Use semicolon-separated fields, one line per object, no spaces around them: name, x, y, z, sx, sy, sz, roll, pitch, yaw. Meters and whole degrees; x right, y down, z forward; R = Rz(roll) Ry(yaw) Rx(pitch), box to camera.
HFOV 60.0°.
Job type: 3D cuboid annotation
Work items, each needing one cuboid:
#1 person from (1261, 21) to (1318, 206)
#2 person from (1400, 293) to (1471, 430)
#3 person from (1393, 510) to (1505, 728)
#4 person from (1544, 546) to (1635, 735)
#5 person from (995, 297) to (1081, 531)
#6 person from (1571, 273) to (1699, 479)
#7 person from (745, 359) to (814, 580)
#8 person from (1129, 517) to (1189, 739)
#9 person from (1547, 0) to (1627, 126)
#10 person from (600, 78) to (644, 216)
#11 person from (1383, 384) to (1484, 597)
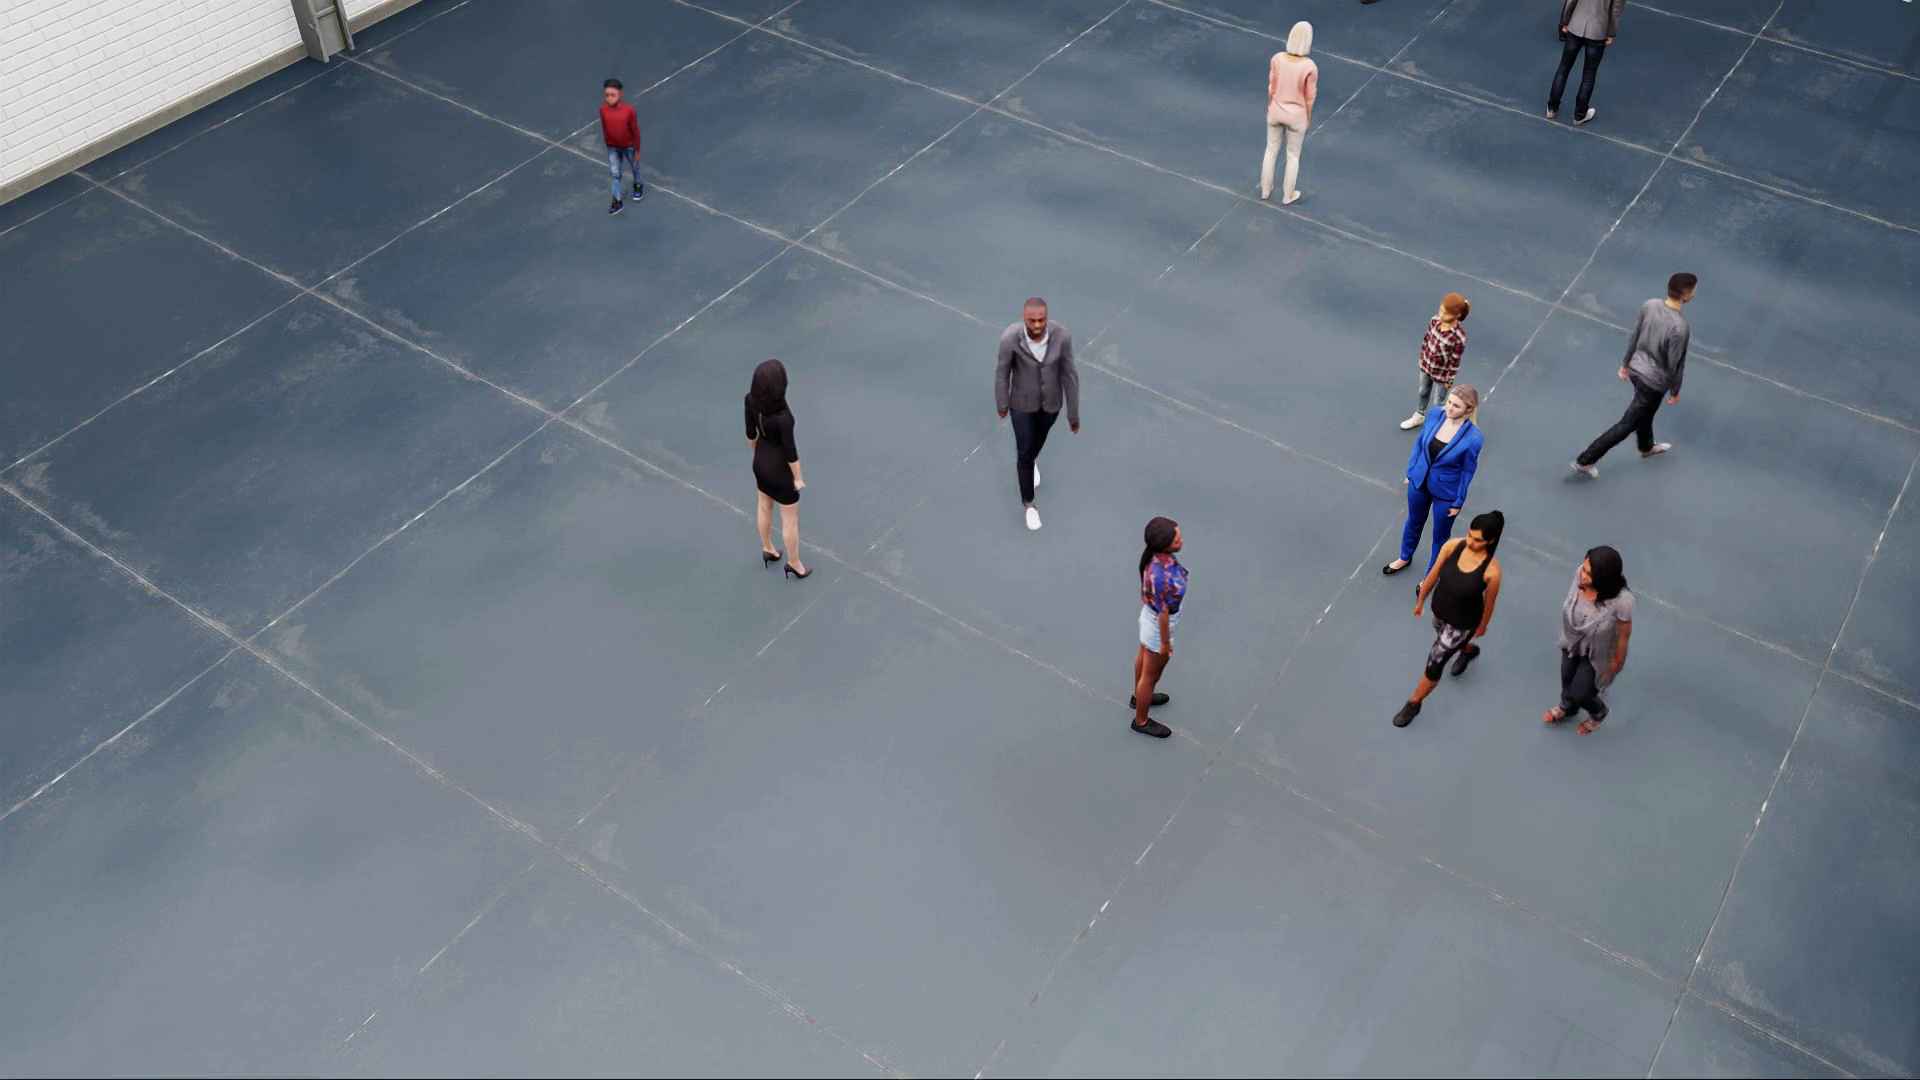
person;2.947;-3.831;14.930;0.612;1.725;0.538;22;48;21
person;3.639;-1.324;12.604;0.605;1.303;0.593;-22;48;-22
person;3.185;0.419;10.541;1.163;1.624;0.795;-30;51;-27
person;4.010;0.616;10.368;0.870;1.578;0.811;-17;46;-17
person;0.532;-1.033;11.961;1.176;1.769;1.215;-9;44;-9
person;4.960;-1.159;12.118;1.217;1.734;1.079;-12;45;-12
person;-1.263;-0.467;11.340;0.620;1.806;0.540;34;53;30
person;1.224;0.523;10.346;0.729;1.743;0.629;1;44;1
person;6.036;-4.905;15.950;0.677;1.873;0.567;25;49;24
person;-3.036;-3.624;15.072;0.745;1.229;0.889;3;44;3
person;3.254;-0.366;11.310;0.630;1.701;0.671;-31;52;-28
